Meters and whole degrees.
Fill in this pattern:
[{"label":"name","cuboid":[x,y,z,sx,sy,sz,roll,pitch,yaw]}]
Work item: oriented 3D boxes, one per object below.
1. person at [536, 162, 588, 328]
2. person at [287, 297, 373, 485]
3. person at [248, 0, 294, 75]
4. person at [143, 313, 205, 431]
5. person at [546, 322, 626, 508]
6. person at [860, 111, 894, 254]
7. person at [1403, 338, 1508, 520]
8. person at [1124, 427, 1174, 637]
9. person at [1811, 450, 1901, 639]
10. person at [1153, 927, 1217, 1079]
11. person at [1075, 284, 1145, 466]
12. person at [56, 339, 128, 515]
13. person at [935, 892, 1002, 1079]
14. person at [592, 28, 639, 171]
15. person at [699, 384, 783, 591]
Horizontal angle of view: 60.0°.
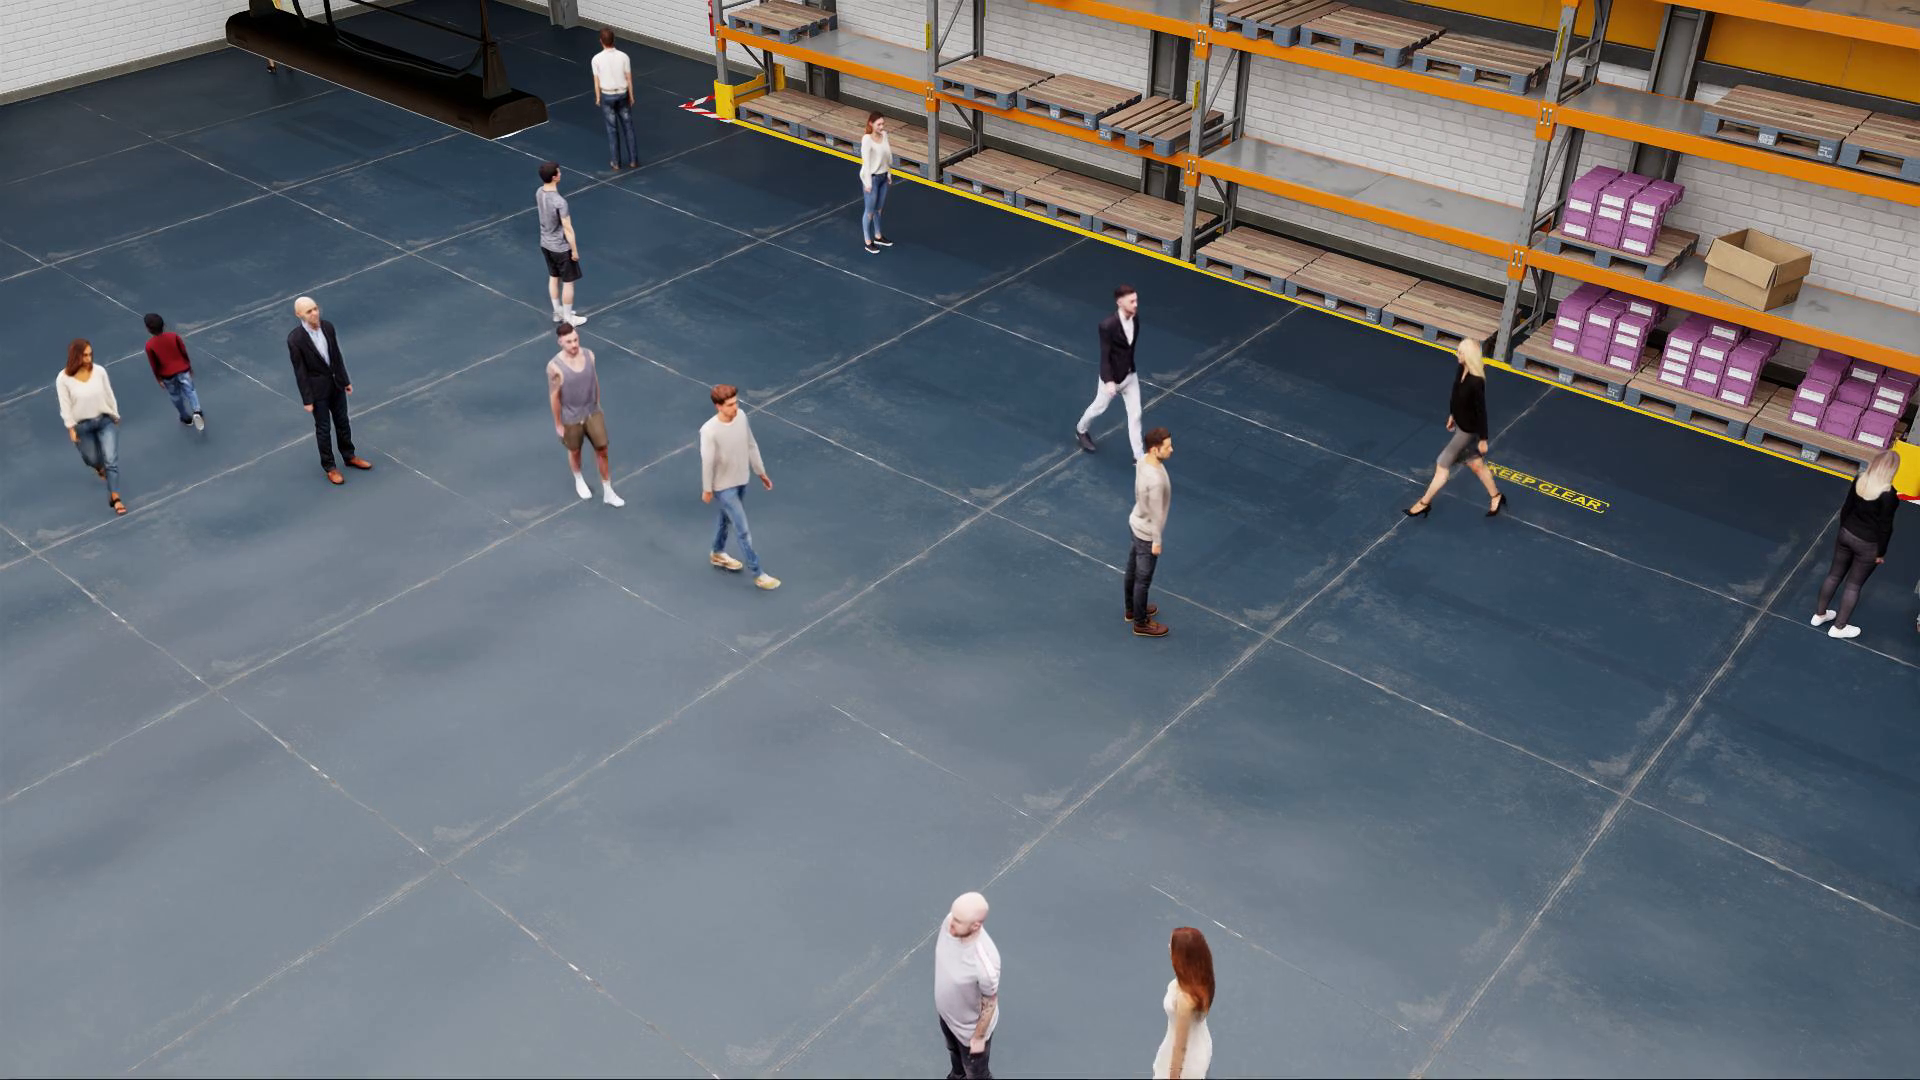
[{"label":"person","cuboid":[-4.374,-3.195,18.008,0.510,1.864,0.731,27,42,34]},{"label":"person","cuboid":[-5.883,-1.416,15.389,0.620,1.800,0.701,20,38,27]},{"label":"person","cuboid":[-10.569,-8.014,25.399,0.700,1.708,0.686,-14,36,-20]},{"label":"person","cuboid":[-7.640,-1.626,16.215,0.596,1.237,0.755,-24,40,-31]},{"label":"person","cuboid":[-3.490,-1.185,15.094,0.777,1.824,0.971,-22,40,-30]},{"label":"person","cuboid":[-1.010,-4.281,19.794,0.549,1.694,0.618,23,40,30]},{"label":"person","cuboid":[4.557,-0.910,14.640,1.258,1.787,1.151,-3,34,-5]},{"label":"person","cuboid":[1.495,-0.082,13.326,0.799,1.863,0.724,-5,34,-7]},{"label":"person","cuboid":[7.201,0.022,13.329,0.745,1.687,0.635,-11,35,-16]},{"label":"person","cuboid":[1.312,2.835,9.096,0.952,1.686,0.735,10,35,15]},{"label":"person","cuboid":[1.396,-1.560,15.609,0.823,1.796,1.273,-24,41,-32]},{"label":"person","cuboid":[-7.835,-1.062,14.989,0.757,1.654,0.979,-22,39,-29]},{"label":"person","cuboid":[0.046,2.634,9.265,0.801,1.833,0.666,-16,37,-22]},{"label":"person","cuboid":[-4.556,-5.833,21.984,0.746,1.856,0.740,-12,36,-18]},{"label":"person","cuboid":[-2.001,-0.502,13.959,1.106,1.862,0.766,18,38,25]}]
